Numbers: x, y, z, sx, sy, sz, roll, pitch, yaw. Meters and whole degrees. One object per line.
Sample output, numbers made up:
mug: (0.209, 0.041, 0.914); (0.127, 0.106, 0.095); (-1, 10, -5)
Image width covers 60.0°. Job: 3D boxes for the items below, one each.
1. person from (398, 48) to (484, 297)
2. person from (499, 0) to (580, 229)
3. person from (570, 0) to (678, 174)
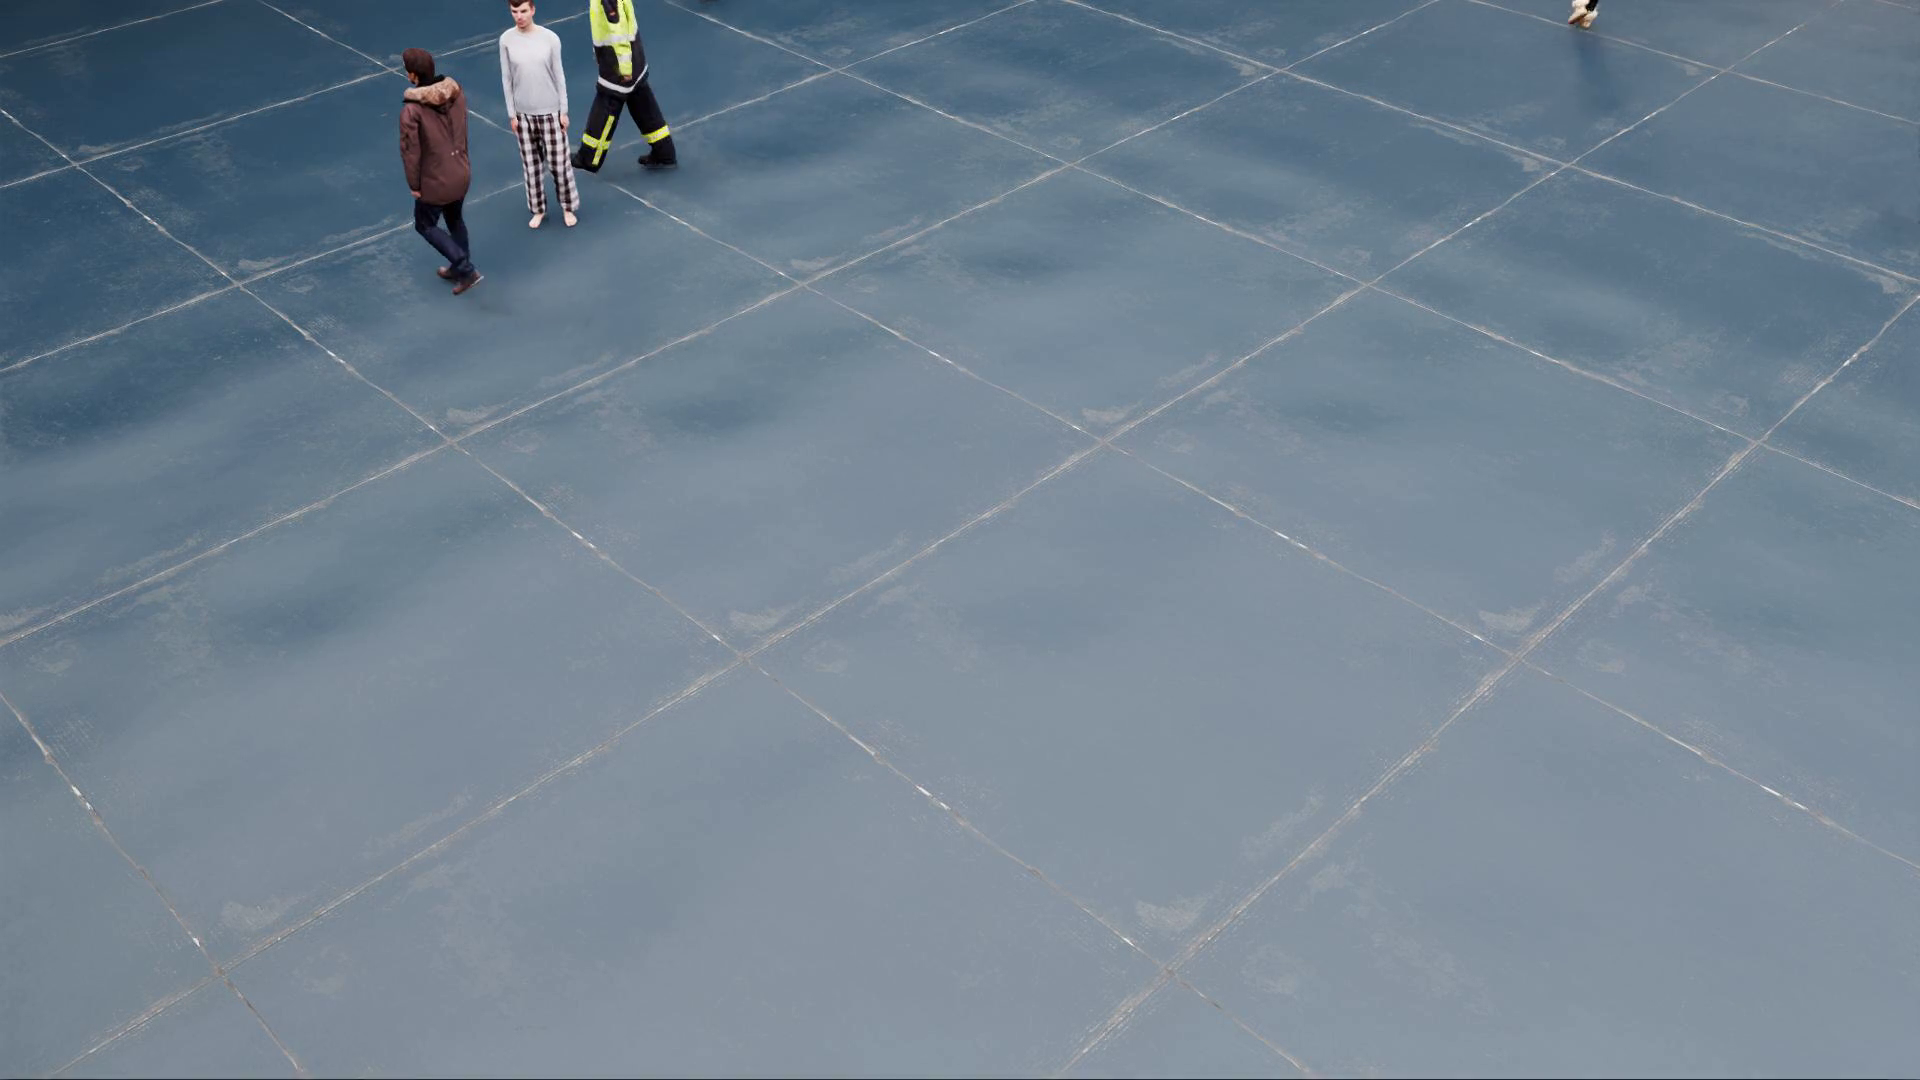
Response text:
person: (-3.658, -2.592, 11.858); (0.927, 1.836, 0.886); (20, 42, 25)
person: (-3.246, -3.311, 12.795); (0.677, 1.847, 0.760); (-3, 37, -5)
person: (-2.669, -3.908, 13.513); (1.323, 1.928, 1.203); (-5, 38, -7)
